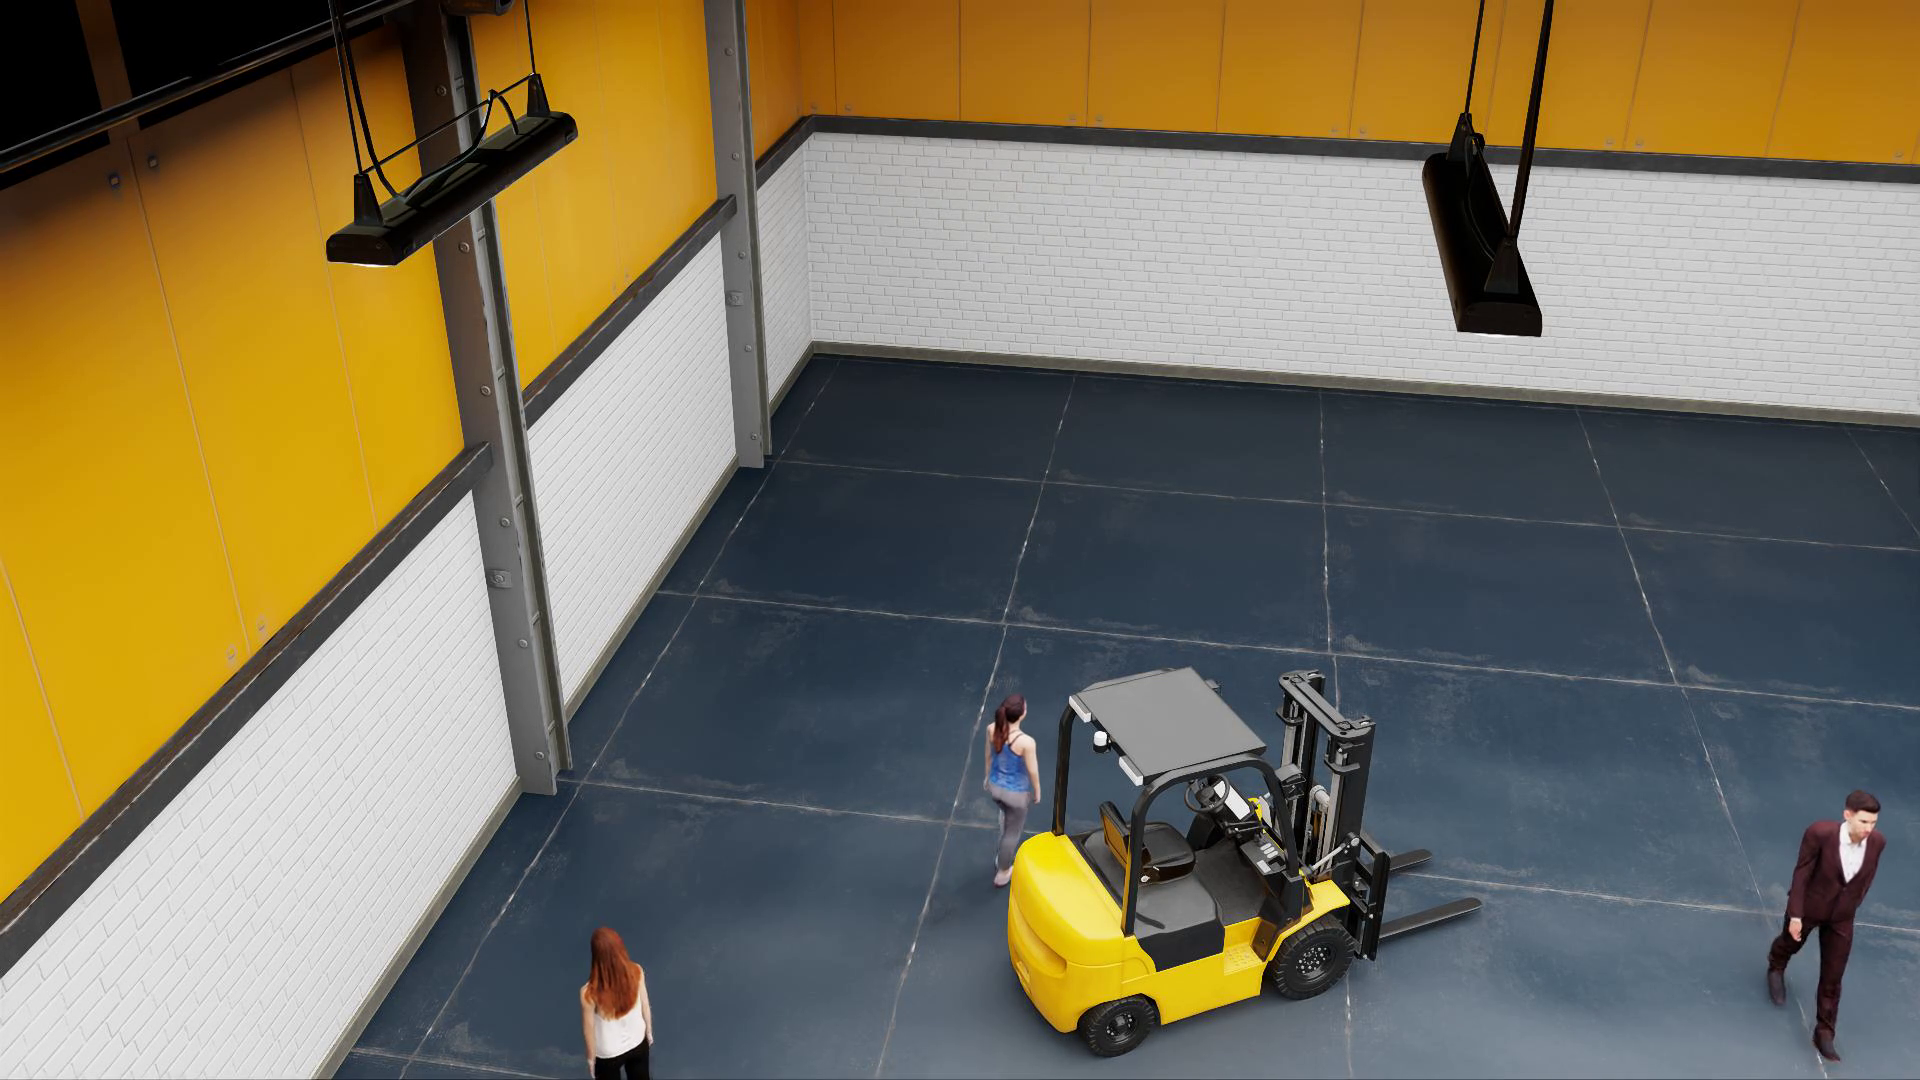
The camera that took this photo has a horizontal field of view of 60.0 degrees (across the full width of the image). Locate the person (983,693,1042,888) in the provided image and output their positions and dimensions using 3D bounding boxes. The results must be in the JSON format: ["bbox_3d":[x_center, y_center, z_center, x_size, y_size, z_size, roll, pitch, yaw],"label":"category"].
[{"bbox_3d":[0.311,1.825,11.944,0.690,1.597,0.729,20,34,32],"label":"person"}]

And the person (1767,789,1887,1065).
[{"bbox_3d":[5.545,2.339,10.773,0.672,1.816,1.154,5,29,9],"label":"person"}]

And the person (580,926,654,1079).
[{"bbox_3d":[-1.975,2.966,9.725,0.652,1.718,0.721,-19,34,-30],"label":"person"}]
